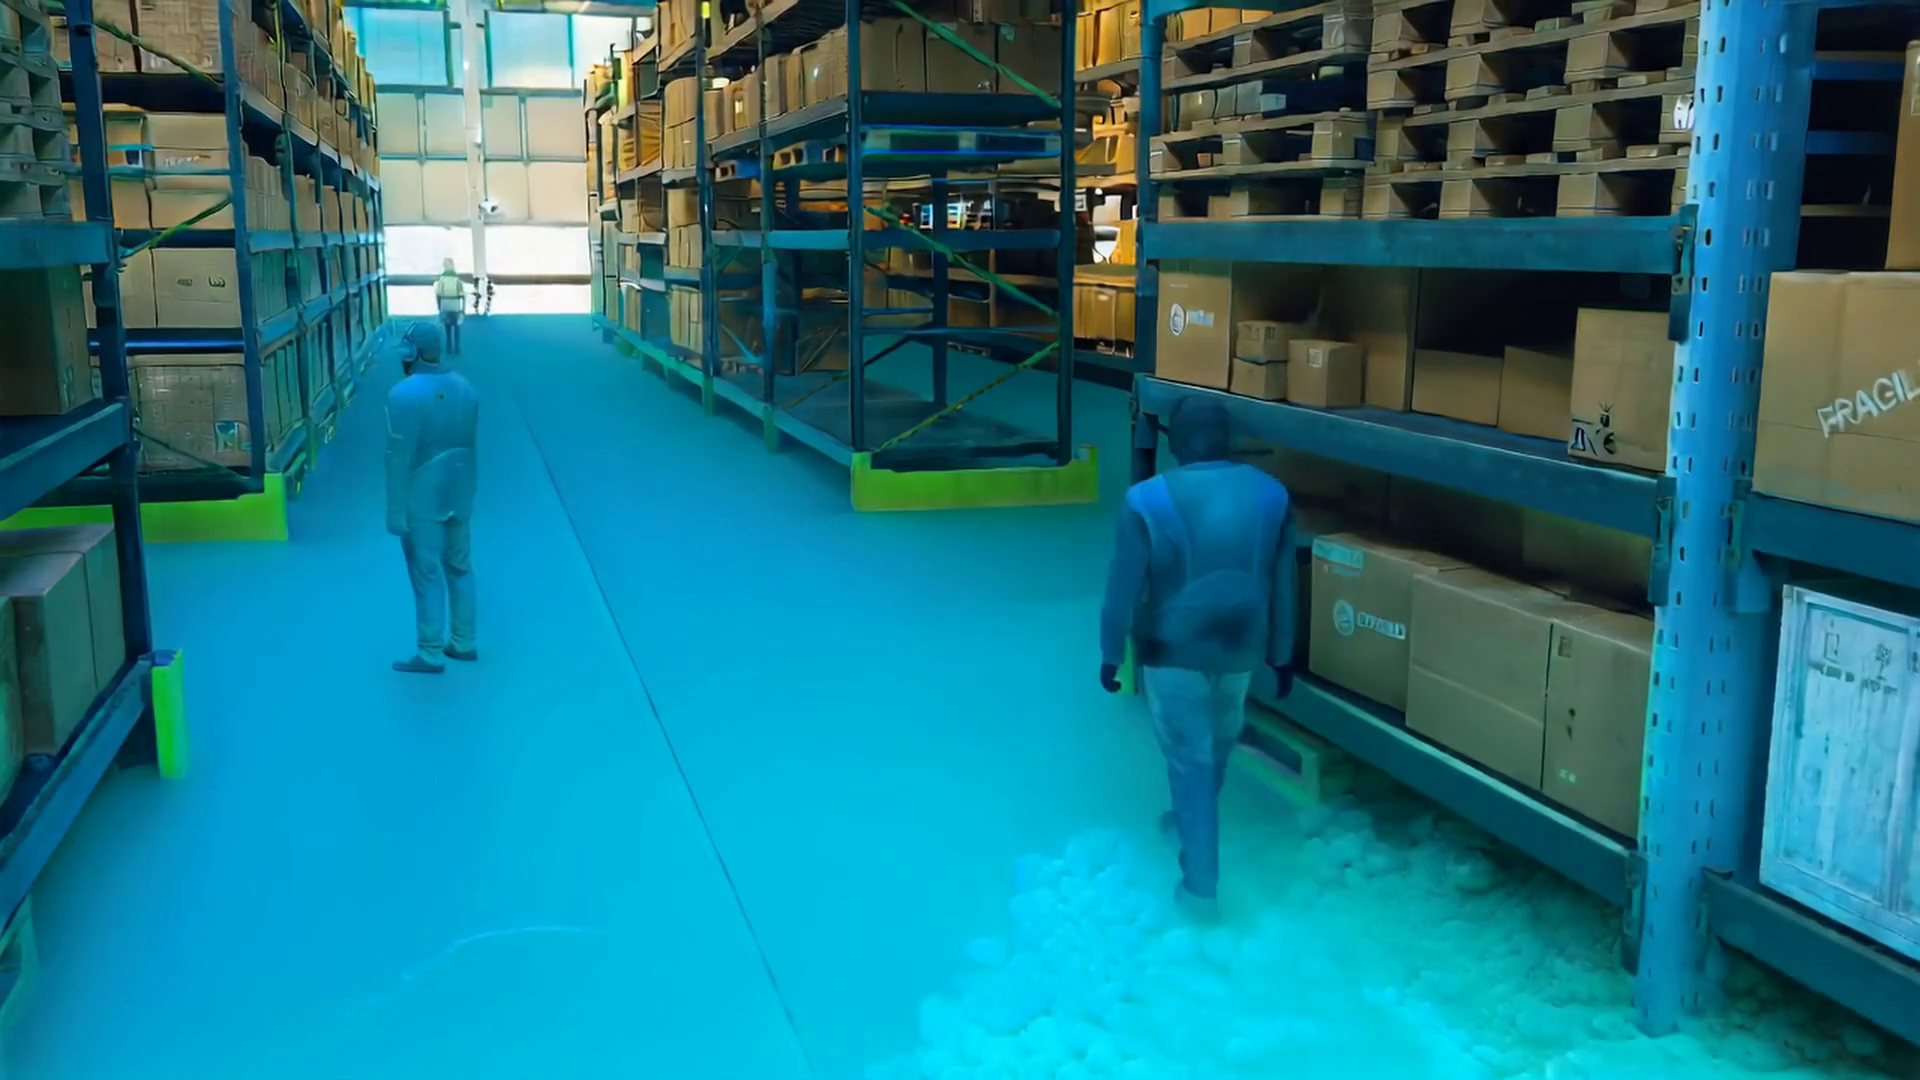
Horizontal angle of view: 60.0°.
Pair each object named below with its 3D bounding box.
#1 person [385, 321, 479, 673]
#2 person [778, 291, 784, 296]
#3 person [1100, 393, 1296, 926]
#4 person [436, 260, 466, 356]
[{"bbox_3d":[-2.886,-0.232,9.048,0.399,1.900,0.645,4,11,20],"label":"person"},{"bbox_3d":[-3.674,-4.825,34.425,0.611,1.818,0.560,-3,11,-18],"label":"person"},{"bbox_3d":[0.792,0.378,5.927,0.660,1.806,0.874,-3,11,-15],"label":"person"},{"bbox_3d":[-10.118,-4.614,33.079,0.546,1.902,0.956,-2,11,-13],"label":"person"}]
